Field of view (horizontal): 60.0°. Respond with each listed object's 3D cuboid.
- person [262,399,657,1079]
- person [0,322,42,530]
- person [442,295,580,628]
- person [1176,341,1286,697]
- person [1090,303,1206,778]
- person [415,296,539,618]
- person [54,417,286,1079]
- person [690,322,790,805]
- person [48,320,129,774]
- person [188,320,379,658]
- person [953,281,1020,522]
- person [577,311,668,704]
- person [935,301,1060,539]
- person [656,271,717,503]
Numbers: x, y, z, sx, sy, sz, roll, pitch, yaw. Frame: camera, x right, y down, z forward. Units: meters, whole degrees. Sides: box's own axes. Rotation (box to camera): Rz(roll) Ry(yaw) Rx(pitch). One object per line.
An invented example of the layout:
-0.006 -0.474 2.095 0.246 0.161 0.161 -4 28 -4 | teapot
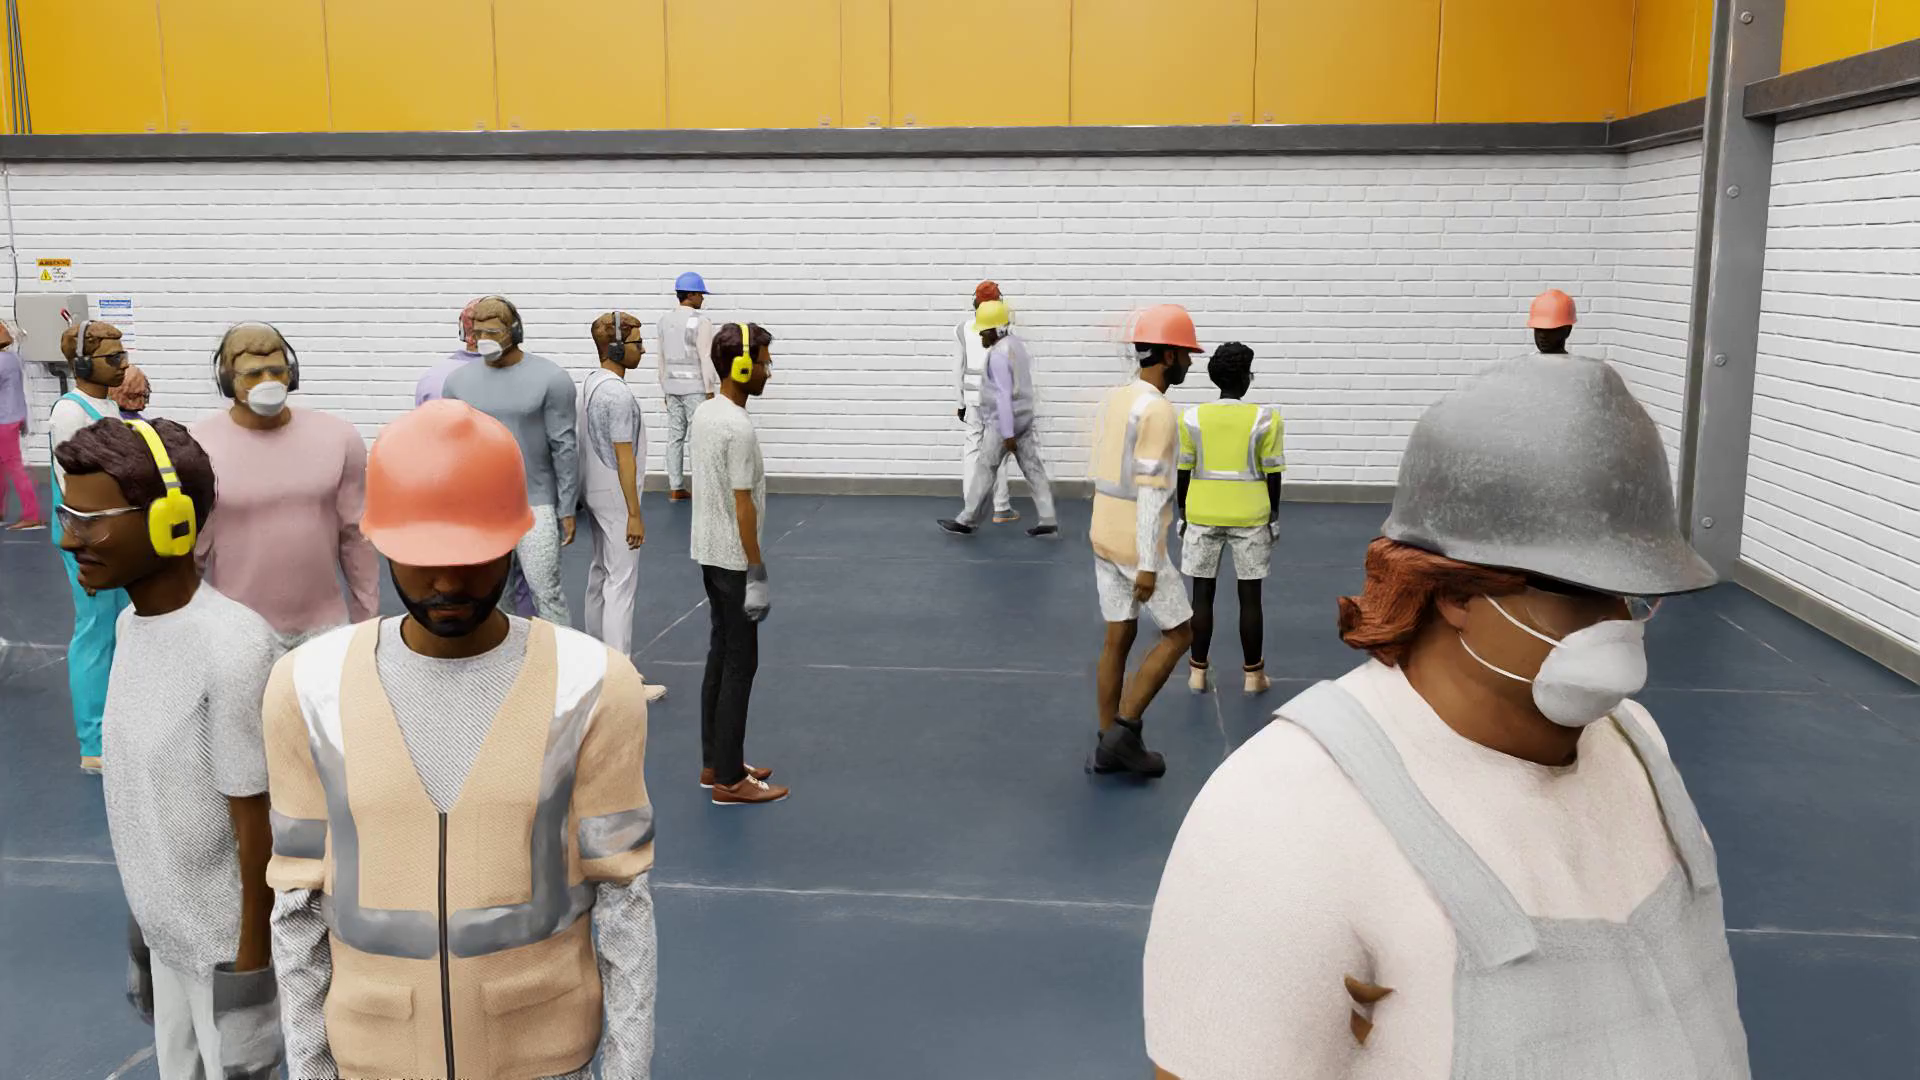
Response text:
-0.720 0.750 2.448 0.550 1.925 0.390 -1 10 -8 | person
-7.353 -0.868 12.613 0.694 1.607 0.519 -1 10 -8 | person
-2.035 -0.146 7.579 0.639 1.928 0.369 1 10 7 | person
1.275 -0.096 7.934 0.537 1.699 0.321 3 10 17 | person
0.746 0.016 6.681 0.474 1.914 0.557 -3 10 -18 | person
-2.215 -0.194 7.908 0.640 1.909 0.409 0 10 -2 | person
-1.297 0.718 2.841 0.511 1.858 0.325 9 14 43 | person
-0.860 0.096 6.403 0.336 1.857 0.523 -5 11 -25 | person
-3.502 0.029 6.808 0.349 1.846 0.506 -2 10 -10 | person
-2.154 0.271 5.207 0.637 1.921 0.667 -9 13 -42 | person
0.221 -1.075 13.018 0.575 1.884 0.355 5 11 26 | person
-1.618 -0.150 7.830 0.327 1.843 0.516 -6 11 -30 | person
0.315 -0.862 12.167 0.912 1.764 0.674 4 11 21 | person
-2.265 -1.261 13.906 0.605 1.944 0.402 8 12 37 | person
